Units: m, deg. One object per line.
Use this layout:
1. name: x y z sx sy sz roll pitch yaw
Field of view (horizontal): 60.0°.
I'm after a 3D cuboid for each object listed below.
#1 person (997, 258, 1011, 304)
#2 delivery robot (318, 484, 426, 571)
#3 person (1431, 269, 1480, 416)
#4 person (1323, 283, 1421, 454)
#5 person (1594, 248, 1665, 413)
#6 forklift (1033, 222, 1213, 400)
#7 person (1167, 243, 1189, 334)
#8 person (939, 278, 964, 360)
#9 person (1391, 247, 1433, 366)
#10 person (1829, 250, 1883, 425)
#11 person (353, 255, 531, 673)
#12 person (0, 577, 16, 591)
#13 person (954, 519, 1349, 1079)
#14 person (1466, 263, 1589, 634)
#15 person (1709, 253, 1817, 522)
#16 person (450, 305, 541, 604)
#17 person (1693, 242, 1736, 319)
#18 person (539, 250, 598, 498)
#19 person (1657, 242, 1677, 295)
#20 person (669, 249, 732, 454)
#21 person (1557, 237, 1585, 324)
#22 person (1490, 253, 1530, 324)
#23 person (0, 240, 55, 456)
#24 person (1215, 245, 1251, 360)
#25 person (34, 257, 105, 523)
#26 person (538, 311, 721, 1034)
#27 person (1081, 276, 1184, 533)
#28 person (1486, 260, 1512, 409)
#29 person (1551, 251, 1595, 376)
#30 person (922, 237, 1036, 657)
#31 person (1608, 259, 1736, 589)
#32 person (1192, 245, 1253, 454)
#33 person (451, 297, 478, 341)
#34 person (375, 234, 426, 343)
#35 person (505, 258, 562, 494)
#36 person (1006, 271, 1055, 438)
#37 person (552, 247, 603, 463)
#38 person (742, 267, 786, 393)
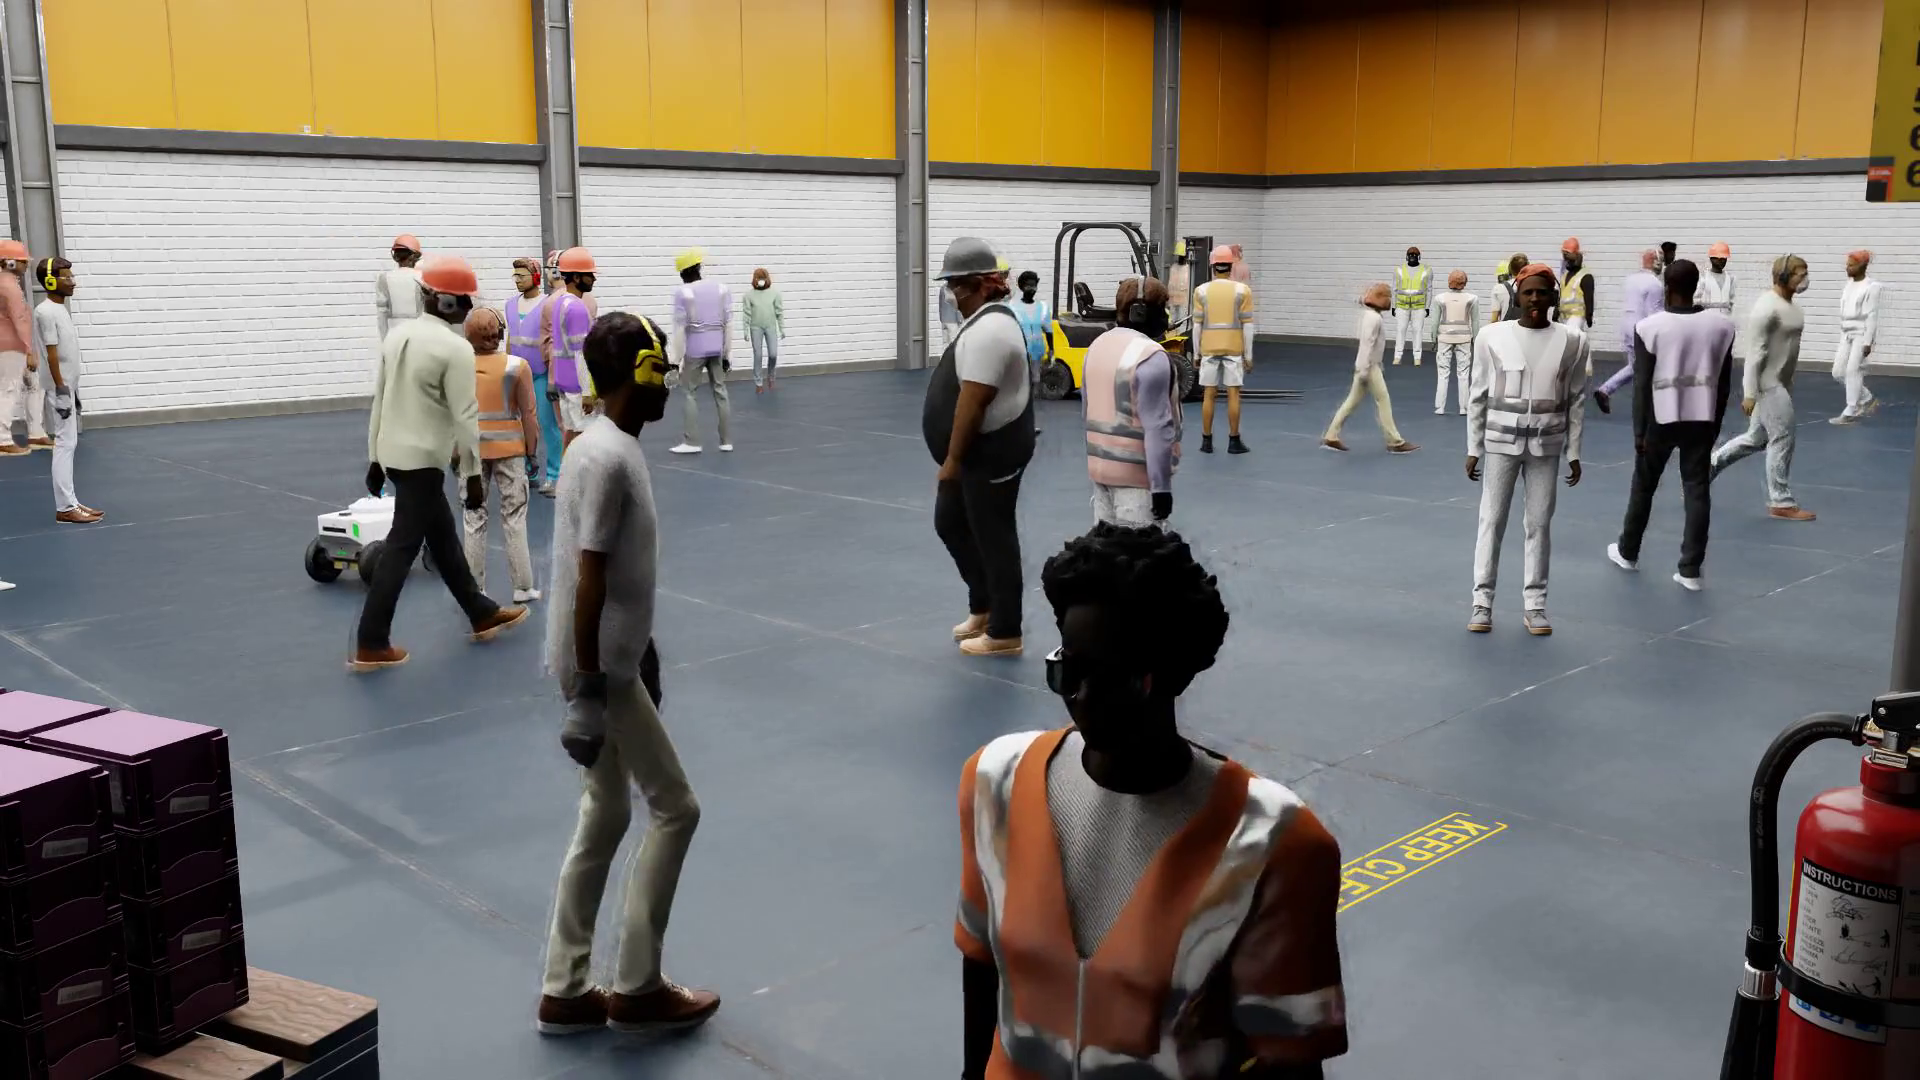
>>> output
1. person: 0.456 -2.342 19.066 0.316 1.767 0.535 0 10 2
2. delivery robot: -3.424 -0.086 9.811 0.477 0.478 0.707 5 12 25
3. person: 5.558 -2.211 18.697 0.522 1.638 0.310 3 11 15
4. person: 3.828 -1.592 15.482 0.886 1.580 0.505 2 10 8
5. person: 7.449 -2.265 18.328 0.650 1.889 0.658 -1 10 -4
6. forklift: 1.935 -2.847 20.651 2.313 2.155 1.214 2 11 13
7. person: 3.549 -3.841 26.917 0.367 1.895 0.696 -8 13 -37
8. person: -0.108 -2.924 22.597 0.269 1.632 0.505 -6 12 -31
9. person: 7.030 -3.638 25.929 0.625 1.844 0.429 3 11 18
10. person: 9.609 -2.154 17.758 0.481 1.866 0.586 -1 10 -6
11. person: -2.486 -0.376 7.910 0.622 1.920 1.062 9 14 42
12. person: -5.664 -0.518 9.469 0.311 1.639 0.513 -9 14 -40
13. person: 0.171 0.817 2.041 0.553 1.677 0.564 6 12 29
14. person: 2.867 -0.455 8.458 0.573 1.883 0.353 2 11 13
15. person: 5.741 -1.108 11.994 0.895 1.911 0.642 9 14 41
16. person: -2.558 -0.454 9.103 0.514 1.645 0.309 0 10 -1
17. person: 9.037 -2.591 19.956 0.544 1.939 0.354 -2 11 -9
18. person: -3.041 -1.274 12.856 0.401 1.910 0.641 2 11 13
19. person: 10.614 -3.494 24.915 0.606 1.914 0.968 -5 11 -24
20. person: -2.427 -1.740 15.460 0.694 1.889 0.420 -10 14 -44
21. person: 9.298 -3.621 25.410 0.534 1.994 0.641 -2 11 -10
22. person: 5.653 -1.990 16.943 0.509 1.838 0.337 3 11 18
23. person: -8.621 -1.761 15.324 0.769 1.966 0.647 -8 13 -38
24. person: 4.391 -3.829 26.877 0.651 1.876 0.829 7 12 33
25. person: -6.310 -1.051 11.744 0.328 1.872 0.510 -4 11 -22
26. person: -0.884 0.344 4.225 0.480 1.831 0.569 -4 11 -19
27. person: 0.796 -0.277 7.612 0.430 1.841 0.624 -5 11 -24
28. person: 6.480 -2.360 19.255 0.668 1.738 0.535 7 13 34
29. person: 8.673 -3.200 23.682 0.981 1.785 0.655 -2 11 -12
30. person: 0.090 -0.450 7.995 0.541 2.000 0.701 0 10 -3
31. person: 4.205 -0.699 9.811 0.614 1.878 0.942 1 10 3
32. person: 2.463 -1.754 15.464 0.620 1.929 0.386 2 11 13
33. person: -4.663 -1.687 15.304 0.531 1.830 0.879 7 13 34
34. person: -5.308 -1.931 16.098 0.605 2.034 0.390 0 10 1
35. person: -3.348 -1.293 13.122 0.570 1.845 0.380 6 12 28
36. person: 0.706 -1.820 16.474 0.554 1.654 0.850 -4 11 -23
37. person: -2.705 -1.110 11.877 0.358 1.936 0.552 -5 12 -26
38. person: -2.514 -2.680 21.320 0.569 1.610 0.397 -2 11 -11
